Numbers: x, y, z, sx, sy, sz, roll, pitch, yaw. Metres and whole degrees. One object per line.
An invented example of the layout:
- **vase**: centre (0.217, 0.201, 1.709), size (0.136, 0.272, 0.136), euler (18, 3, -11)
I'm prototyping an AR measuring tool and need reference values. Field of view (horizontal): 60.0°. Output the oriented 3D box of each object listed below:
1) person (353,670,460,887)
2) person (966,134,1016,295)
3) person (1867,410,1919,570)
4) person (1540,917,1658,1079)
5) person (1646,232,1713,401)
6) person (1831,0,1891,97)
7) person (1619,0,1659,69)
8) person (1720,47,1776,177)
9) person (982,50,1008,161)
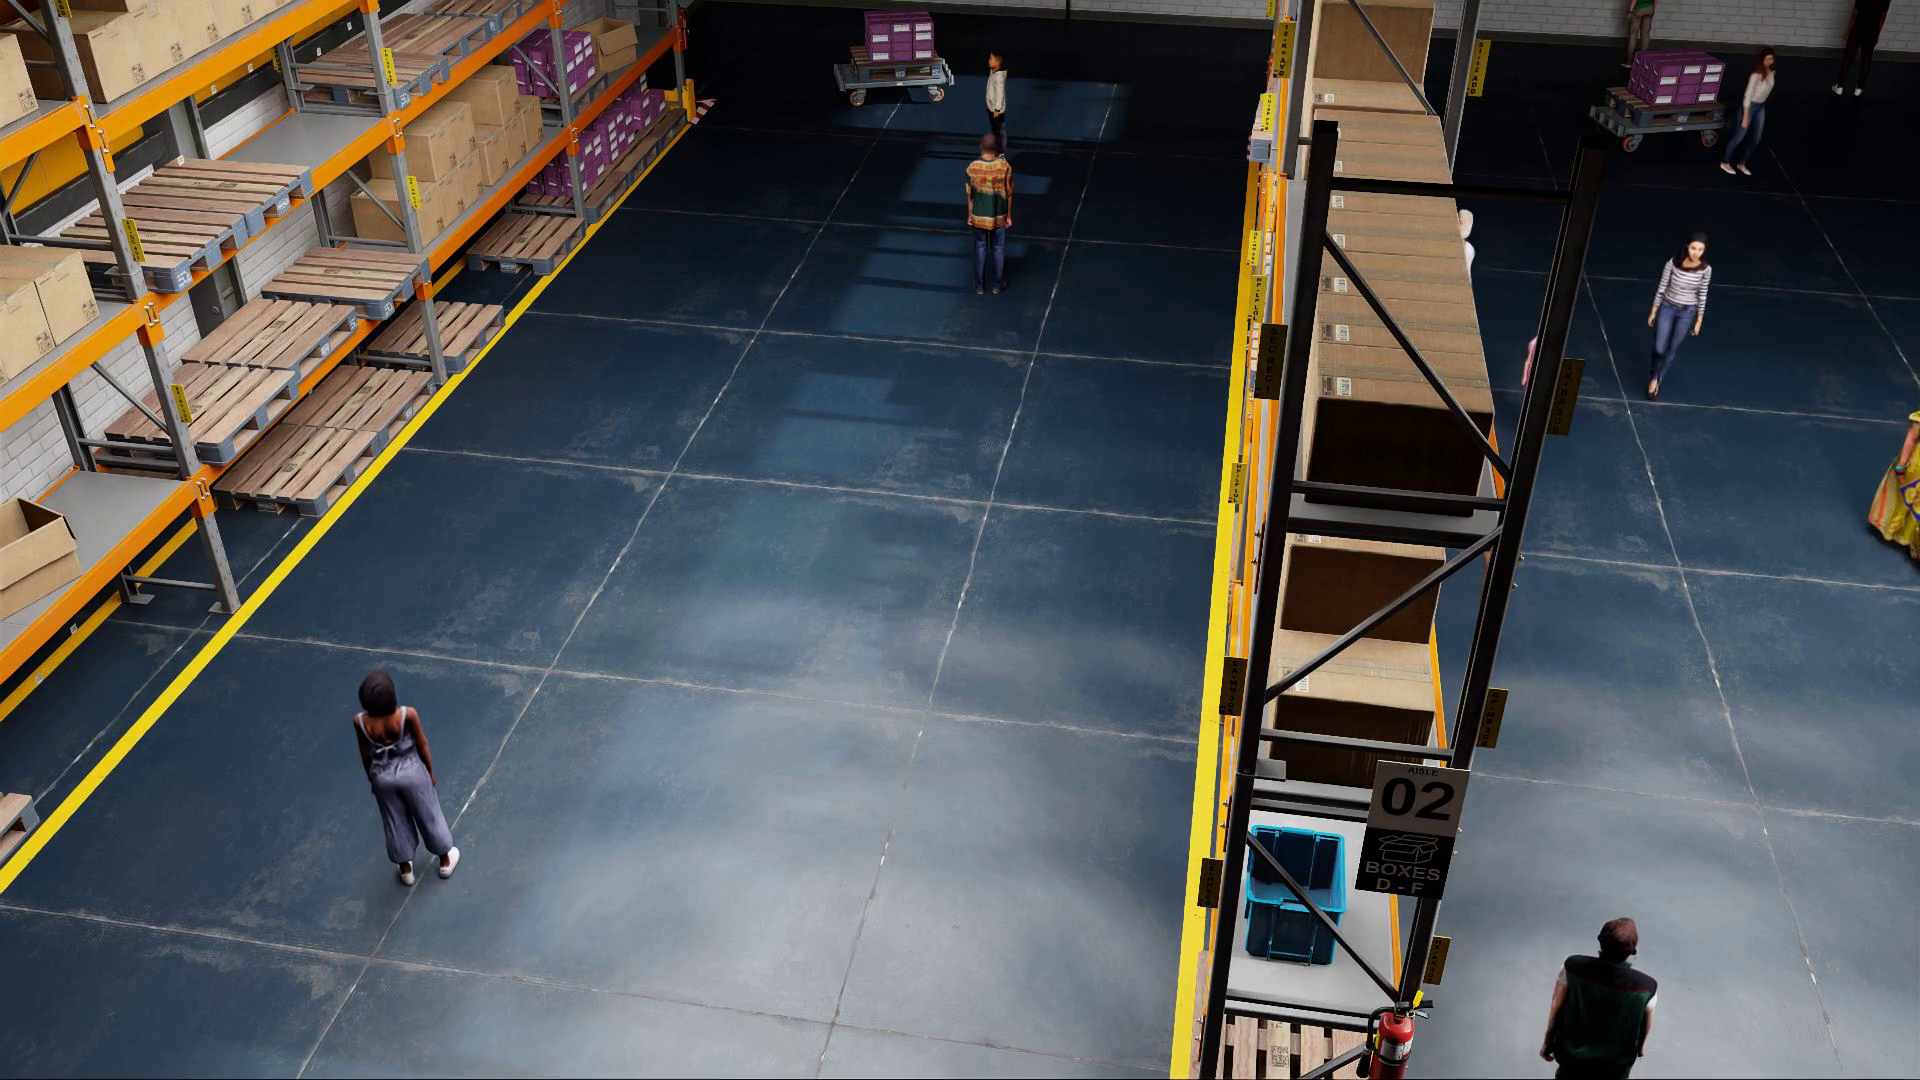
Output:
- **person**: centre (-3.590, 1.526, 10.680), size (0.652, 1.696, 0.638), euler (-7, 34, -10)
- **person**: centre (0.315, -3.577, 18.258), size (0.729, 1.807, 0.693), euler (1, 34, 2)
- **person**: centre (8.108, -0.639, 14.007), size (0.793, 1.618, 1.152), euler (7, 34, 10)
- **person**: centre (3.320, 2.744, 8.750), size (0.956, 1.804, 1.256), euler (19, 38, 26)
- **person**: centre (6.963, -2.197, 16.203), size (0.640, 1.782, 0.633), euler (9, 35, 13)
- **person**: centre (12.983, -7.297, 23.874), size (0.653, 1.784, 0.598), euler (9, 35, 14)
- **person**: centre (10.258, -7.938, 24.959), size (0.644, 1.651, 0.628), euler (-4, 34, -6)
- **person**: centre (10.061, -5.483, 21.225), size (0.745, 1.696, 0.807), euler (-17, 37, -24)
- **person**: centre (0.487, -5.692, 21.756), size (0.714, 1.455, 0.595), euler (-9, 35, -13)
